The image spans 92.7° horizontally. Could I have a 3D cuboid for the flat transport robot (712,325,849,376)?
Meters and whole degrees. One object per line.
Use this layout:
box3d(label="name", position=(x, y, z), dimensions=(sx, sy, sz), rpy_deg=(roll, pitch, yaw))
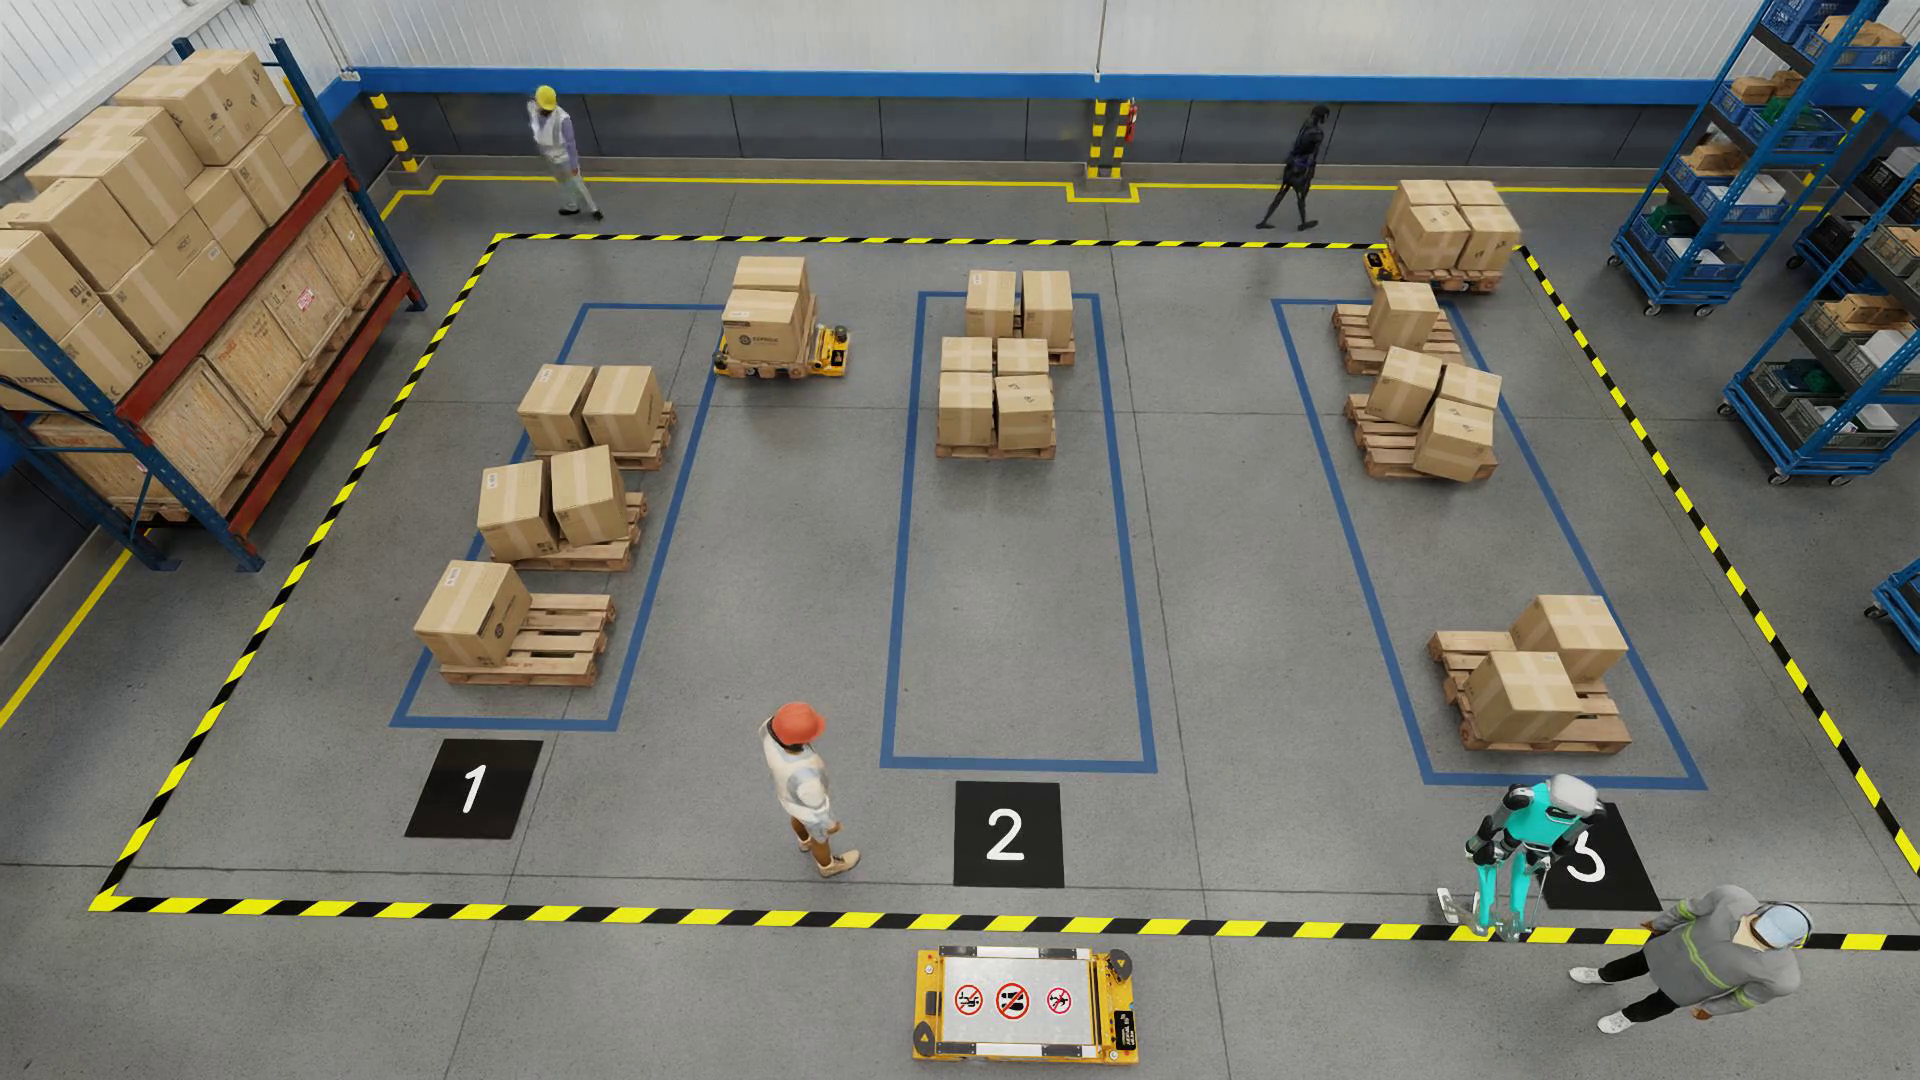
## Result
box3d(label="flat transport robot", position=(-1.986, -2.124, 10.199), dimensions=(1.431, 0.197, 0.652), rpy_deg=(1, 51, 1))

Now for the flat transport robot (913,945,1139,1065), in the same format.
box3d(label="flat transport robot", position=(0.422, 3.041, 6.007), dimensions=(1.431, 0.231, 0.659), rpy_deg=(1, 51, 1))

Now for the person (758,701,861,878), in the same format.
box3d(label="person", position=(-0.984, 1.645, 6.009), dimensions=(0.395, 2.033, 0.604), rpy_deg=(-30, 57, -22))

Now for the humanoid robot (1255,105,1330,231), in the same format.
box3d(label="humanoid robot", position=(4.234, -4.597, 11.353), dimensions=(0.764, 1.627, 0.604), rpy_deg=(-7, 51, -6))

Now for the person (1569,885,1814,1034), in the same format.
box3d(label="person", position=(4.314, 2.504, 5.422), dimensions=(0.363, 1.852, 0.596), rpy_deg=(-6, 51, -5))

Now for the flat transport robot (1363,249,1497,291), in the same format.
box3d(label="flat transport robot", position=(5.734, -3.317, 11.172), dimensions=(1.431, 0.197, 0.652), rpy_deg=(1, 51, 1))

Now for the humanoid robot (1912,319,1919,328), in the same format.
box3d(label="humanoid robot", position=(10.506, -2.564, 9.657), dimensions=(0.315, 1.657, 0.599), rpy_deg=(21, 54, 16))

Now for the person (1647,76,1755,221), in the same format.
box3d(label="person", position=(9.232, -4.774, 11.355), dimensions=(0.523, 1.879, 0.387), rpy_deg=(-4, 51, -4))

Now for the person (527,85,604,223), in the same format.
box3d(label="person", position=(-5.023, -4.806, 11.434), dimensions=(0.690, 1.779, 0.406), rpy_deg=(20, 54, 16))

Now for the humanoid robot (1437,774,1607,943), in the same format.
box3d(label="humanoid robot", position=(3.480, 2.119, 5.727), dimensions=(0.533, 1.673, 0.735), rpy_deg=(10, 51, 8))
